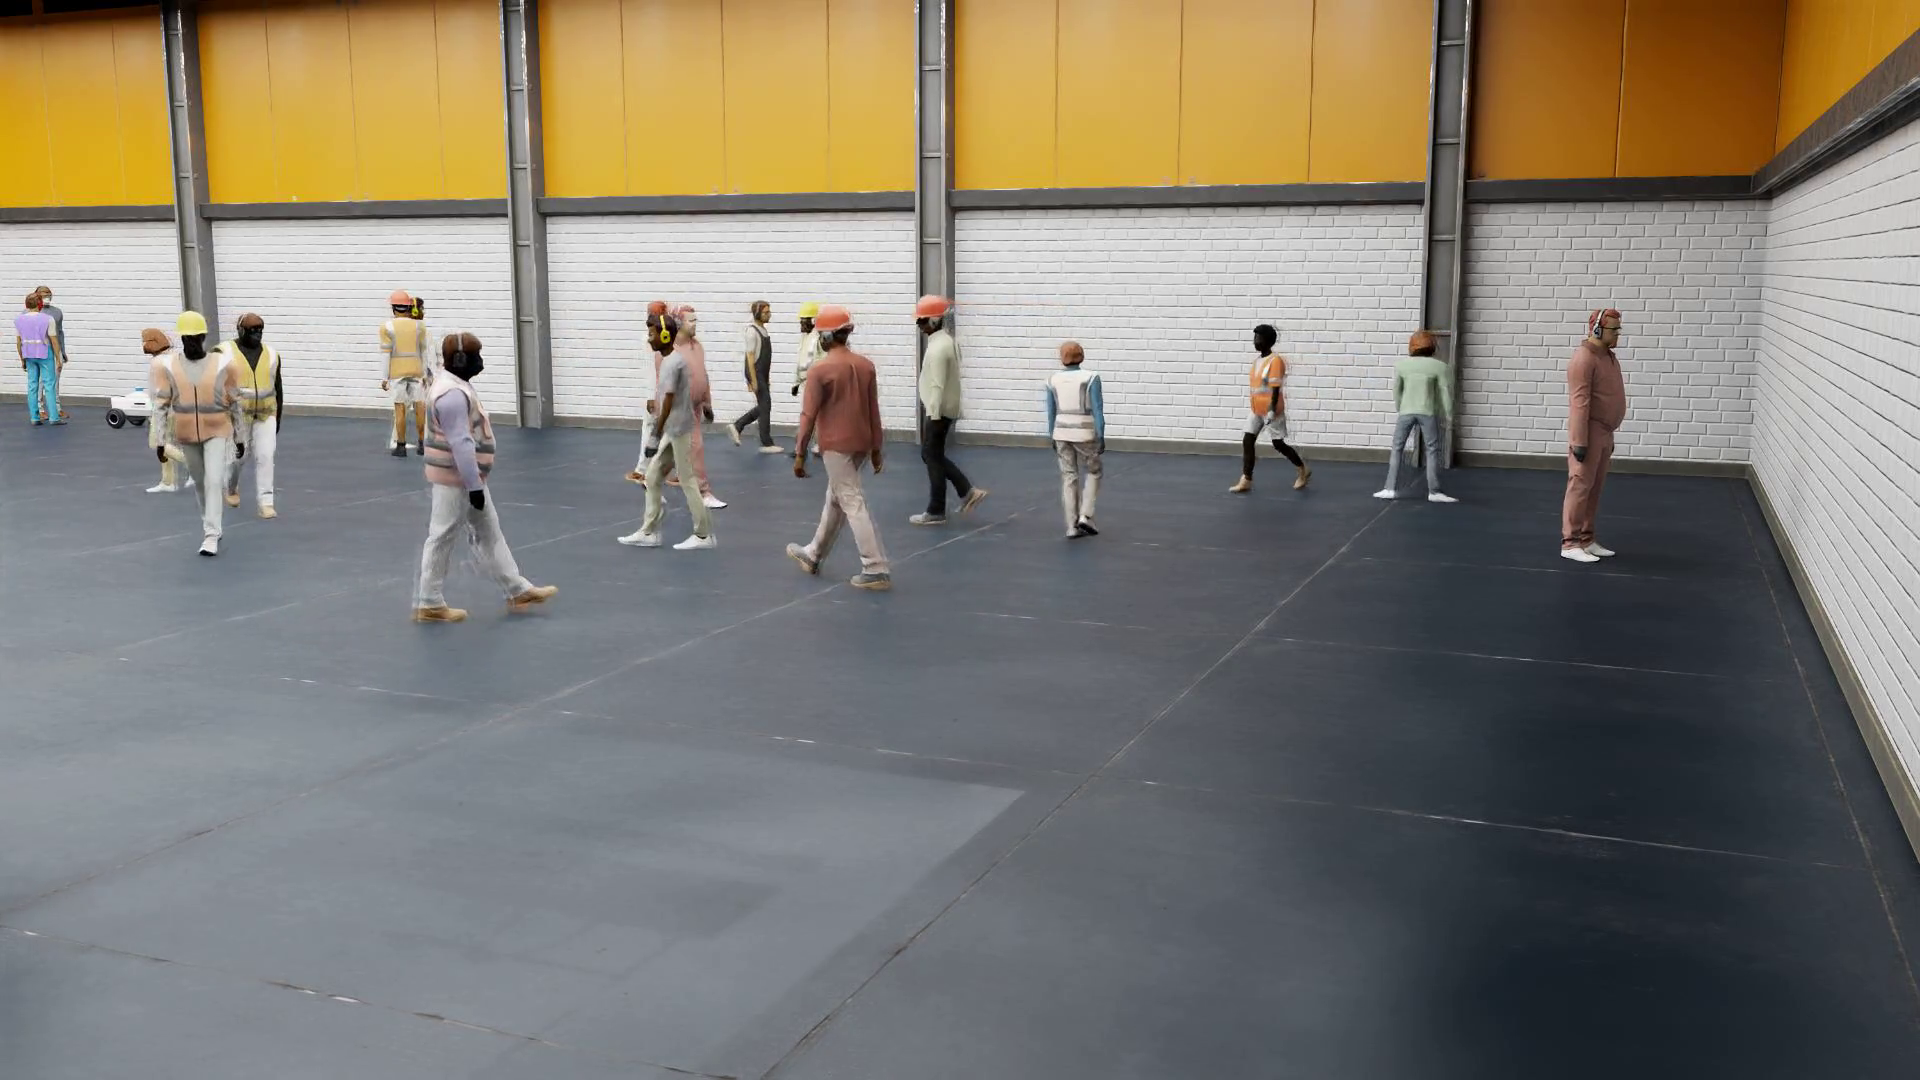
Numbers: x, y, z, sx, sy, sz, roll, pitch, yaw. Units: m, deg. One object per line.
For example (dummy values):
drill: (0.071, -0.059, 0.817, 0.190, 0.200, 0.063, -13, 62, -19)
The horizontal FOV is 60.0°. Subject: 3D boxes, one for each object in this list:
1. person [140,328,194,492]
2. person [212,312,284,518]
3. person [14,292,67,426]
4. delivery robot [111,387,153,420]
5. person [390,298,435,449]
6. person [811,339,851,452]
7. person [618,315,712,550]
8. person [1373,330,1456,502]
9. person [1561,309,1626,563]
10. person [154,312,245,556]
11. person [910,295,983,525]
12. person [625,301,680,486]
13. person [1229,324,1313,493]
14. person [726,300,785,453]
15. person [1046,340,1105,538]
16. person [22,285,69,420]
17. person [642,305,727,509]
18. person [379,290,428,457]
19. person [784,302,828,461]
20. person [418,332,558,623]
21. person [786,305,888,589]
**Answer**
person: (-7.738, -1.262, 16.248, 0.444, 1.619, 0.508, -3, 10, -19)
person: (-6.328, -1.111, 14.768, 0.631, 1.814, 0.758, -8, 12, -40)
person: (-12.767, -2.496, 23.053, 0.566, 1.847, 0.389, 0, 9, -1)
delivery robot: (-11.235, -1.855, 22.789, 0.707, 0.478, 0.477, 2, 10, 11)
person: (-6.550, -2.028, 20.280, 0.953, 1.823, 0.553, -4, 10, -25)
person: (-1.433, -1.826, 19.441, 0.894, 1.695, 0.500, 6, 11, 31)
person: (-2.335, -0.815, 12.911, 0.843, 1.831, 0.550, -3, 10, -15)
person: (4.351, -1.165, 15.718, 0.765, 1.611, 0.319, 4, 10, 24)
person: (4.791, -0.785, 12.536, 0.402, 1.902, 0.640, 7, 12, 37)
person: (-5.899, -0.831, 12.903, 0.609, 1.867, 1.007, -2, 10, -11)
person: (-0.157, -1.096, 14.176, 0.529, 1.975, 0.636, 1, 9, 4)
person: (-3.058, -1.469, 16.786, 0.865, 1.854, 0.622, 5, 11, 28)
person: (3.064, -1.284, 16.273, 0.805, 1.661, 0.523, -4, 10, -25)
person: (-2.444, -1.933, 19.723, 0.681, 1.828, 0.513, 2, 10, 12)
person: (0.959, -0.819, 13.578, 0.560, 1.613, 0.365, 6, 11, 31)
person: (-13.225, -2.709, 24.071, 0.351, 1.936, 0.634, 4, 10, 23)
person: (-2.586, -1.239, 15.369, 0.937, 1.872, 0.650, 4, 10, 21)
person: (-6.477, -1.936, 19.383, 0.542, 1.939, 0.364, -7, 11, -35)
person: (-1.754, -1.785, 18.880, 0.803, 1.799, 0.627, -5, 11, -28)
person: (-2.977, -0.383, 10.355, 0.918, 1.804, 0.659, -2, 10, -12)
person: (-0.880, -0.649, 11.562, 1.071, 1.933, 0.636, 8, 12, 39)
